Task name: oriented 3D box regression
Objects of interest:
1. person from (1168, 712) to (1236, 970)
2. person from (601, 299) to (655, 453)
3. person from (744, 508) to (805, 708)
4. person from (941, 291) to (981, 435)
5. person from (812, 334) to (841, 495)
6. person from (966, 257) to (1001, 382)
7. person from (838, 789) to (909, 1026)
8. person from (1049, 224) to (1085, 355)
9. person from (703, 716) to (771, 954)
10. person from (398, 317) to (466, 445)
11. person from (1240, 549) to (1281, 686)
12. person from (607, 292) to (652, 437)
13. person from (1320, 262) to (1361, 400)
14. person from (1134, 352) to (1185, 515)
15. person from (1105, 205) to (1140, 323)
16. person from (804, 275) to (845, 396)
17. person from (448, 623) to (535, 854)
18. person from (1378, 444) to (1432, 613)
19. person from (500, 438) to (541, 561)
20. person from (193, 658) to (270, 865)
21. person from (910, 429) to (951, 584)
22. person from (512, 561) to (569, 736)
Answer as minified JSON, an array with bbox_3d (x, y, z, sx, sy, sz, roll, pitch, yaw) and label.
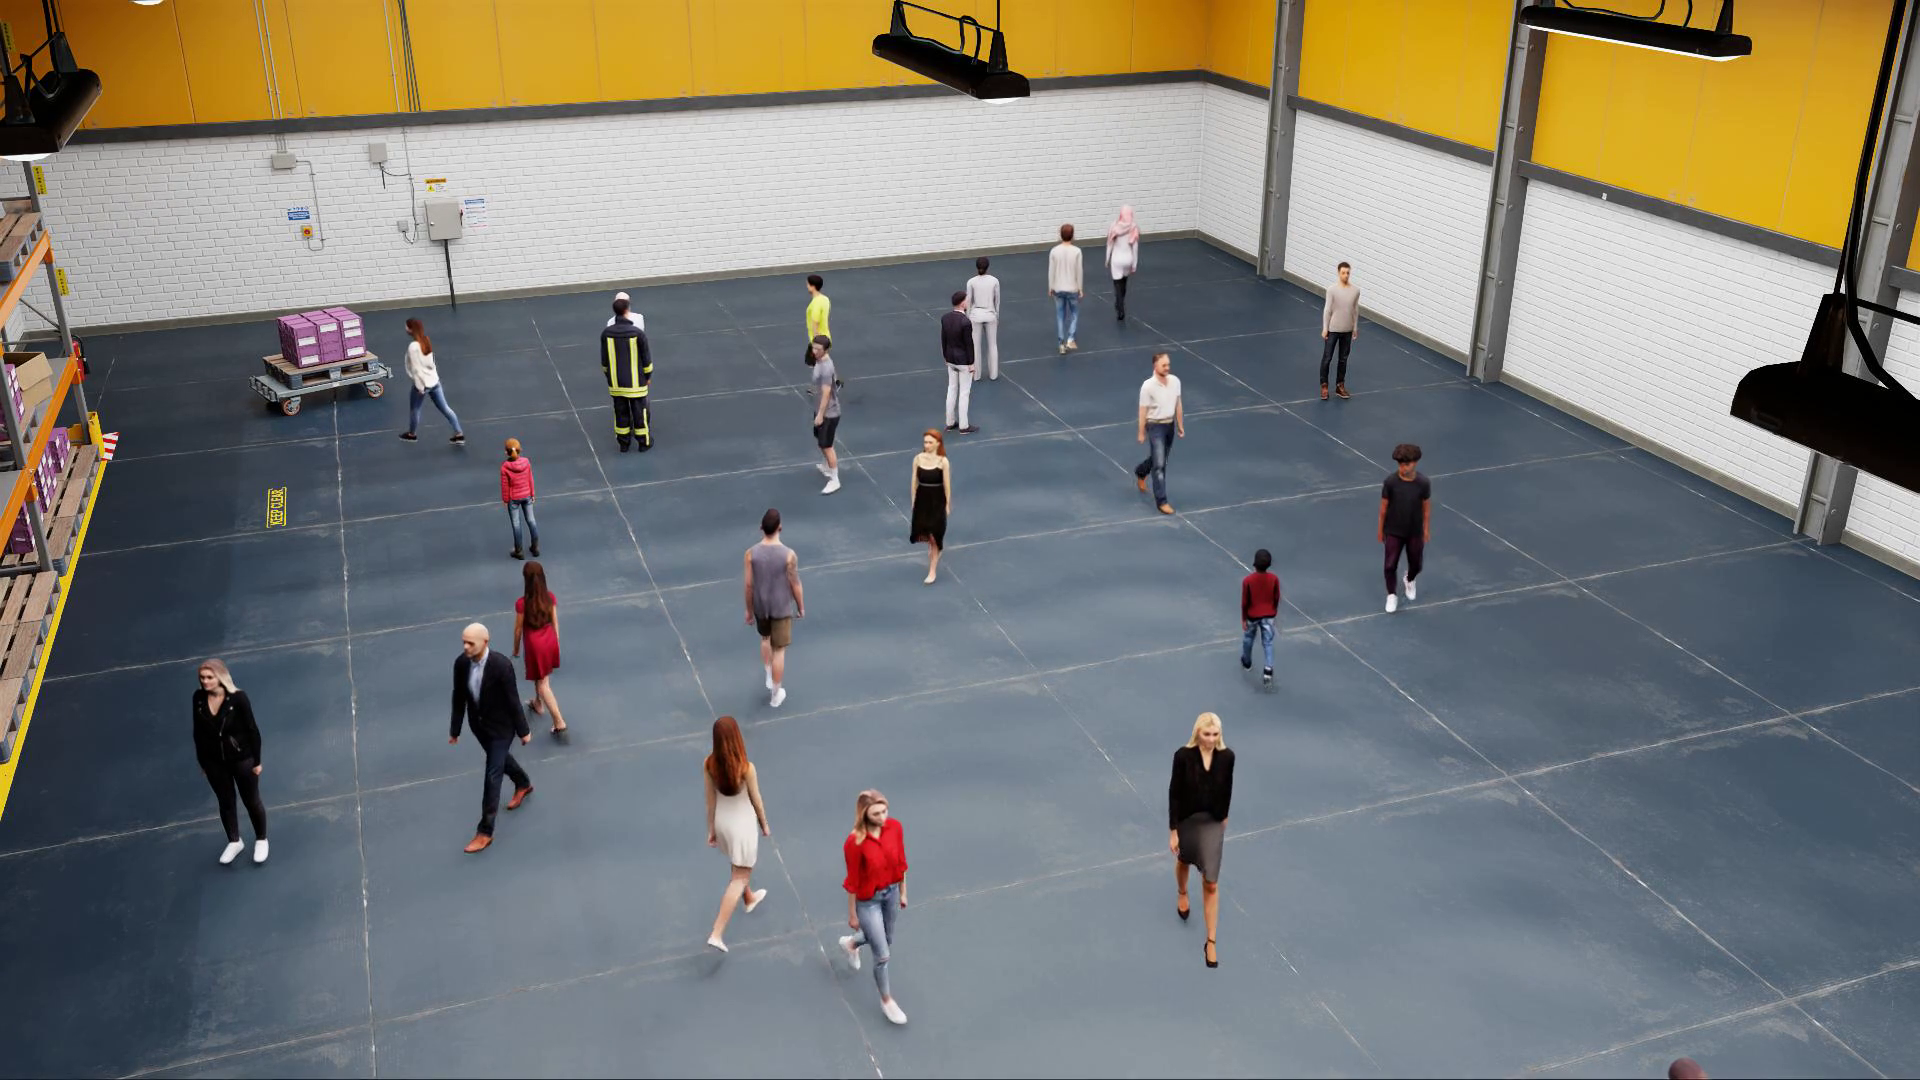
[{"bbox_3d":[1.608,1.968,11.496,0.859,1.791,1.221,-1,24,-2],"label":"person"},{"bbox_3d":[-4.095,-2.024,20.462,0.879,1.923,0.844,1,24,3],"label":"person"},{"bbox_3d":[-1.664,0.632,14.600,0.831,1.828,0.924,2,24,5],"label":"person"},{"bbox_3d":[-0.018,-2.262,21.108,0.662,1.842,0.796,21,31,39],"label":"person"},{"bbox_3d":[-1.549,-1.513,19.384,1.014,1.850,0.554,-1,24,-3],"label":"person"},{"bbox_3d":[0.317,-3.080,23.111,0.678,1.736,0.609,-3,24,-7],"label":"person"},{"bbox_3d":[-0.582,2.317,10.830,0.831,1.683,1.051,-18,30,-36],"label":"person"},{"bbox_3d":[1.533,-3.614,24.134,0.793,1.895,0.813,6,24,12],"label":"person"},{"bbox_3d":[-1.582,2.041,11.465,1.052,1.681,1.121,10,26,22],"label":"person"},{"bbox_3d":[-6.513,-1.904,20.544,1.151,1.637,1.182,7,25,16],"label":"person"},{"bbox_3d":[2.737,0.696,15.081,0.673,1.248,0.890,0,24,0],"label":"person"},{"bbox_3d":[-4.200,-2.242,21.077,0.729,1.831,0.708,-19,30,-37],"label":"person"},{"bbox_3d":[5.104,-2.833,22.383,0.692,1.868,0.633,-4,24,-8],"label":"person"},{"bbox_3d":[2.221,-1.281,18.886,0.764,1.825,1.212,-11,26,-24],"label":"person"},{"bbox_3d":[2.513,-4.245,25.742,0.870,1.764,1.267,-2,24,-4],"label":"person"},{"bbox_3d":[-1.821,-2.712,22.326,0.925,1.691,0.894,6,24,14],"label":"person"},{"bbox_3d":[-3.555,1.412,12.809,1.223,1.757,1.319,9,25,20],"label":"person"},{"bbox_3d":[4.397,-0.155,16.394,0.882,1.758,0.959,4,24,8],"label":"person"},{"bbox_3d":[-4.658,-0.443,17.605,0.556,1.314,0.556,-16,28,-33],"label":"person"},{"bbox_3d":[-5.424,1.634,12.391,0.678,1.685,0.639,-1,24,-2],"label":"person"},{"bbox_3d":[-0.266,-0.394,17.120,0.839,1.612,0.941,7,24,15],"label":"person"},{"bbox_3d":[-3.568,0.932,14.186,1.090,1.534,0.826,21,31,40],"label":"person"}]
